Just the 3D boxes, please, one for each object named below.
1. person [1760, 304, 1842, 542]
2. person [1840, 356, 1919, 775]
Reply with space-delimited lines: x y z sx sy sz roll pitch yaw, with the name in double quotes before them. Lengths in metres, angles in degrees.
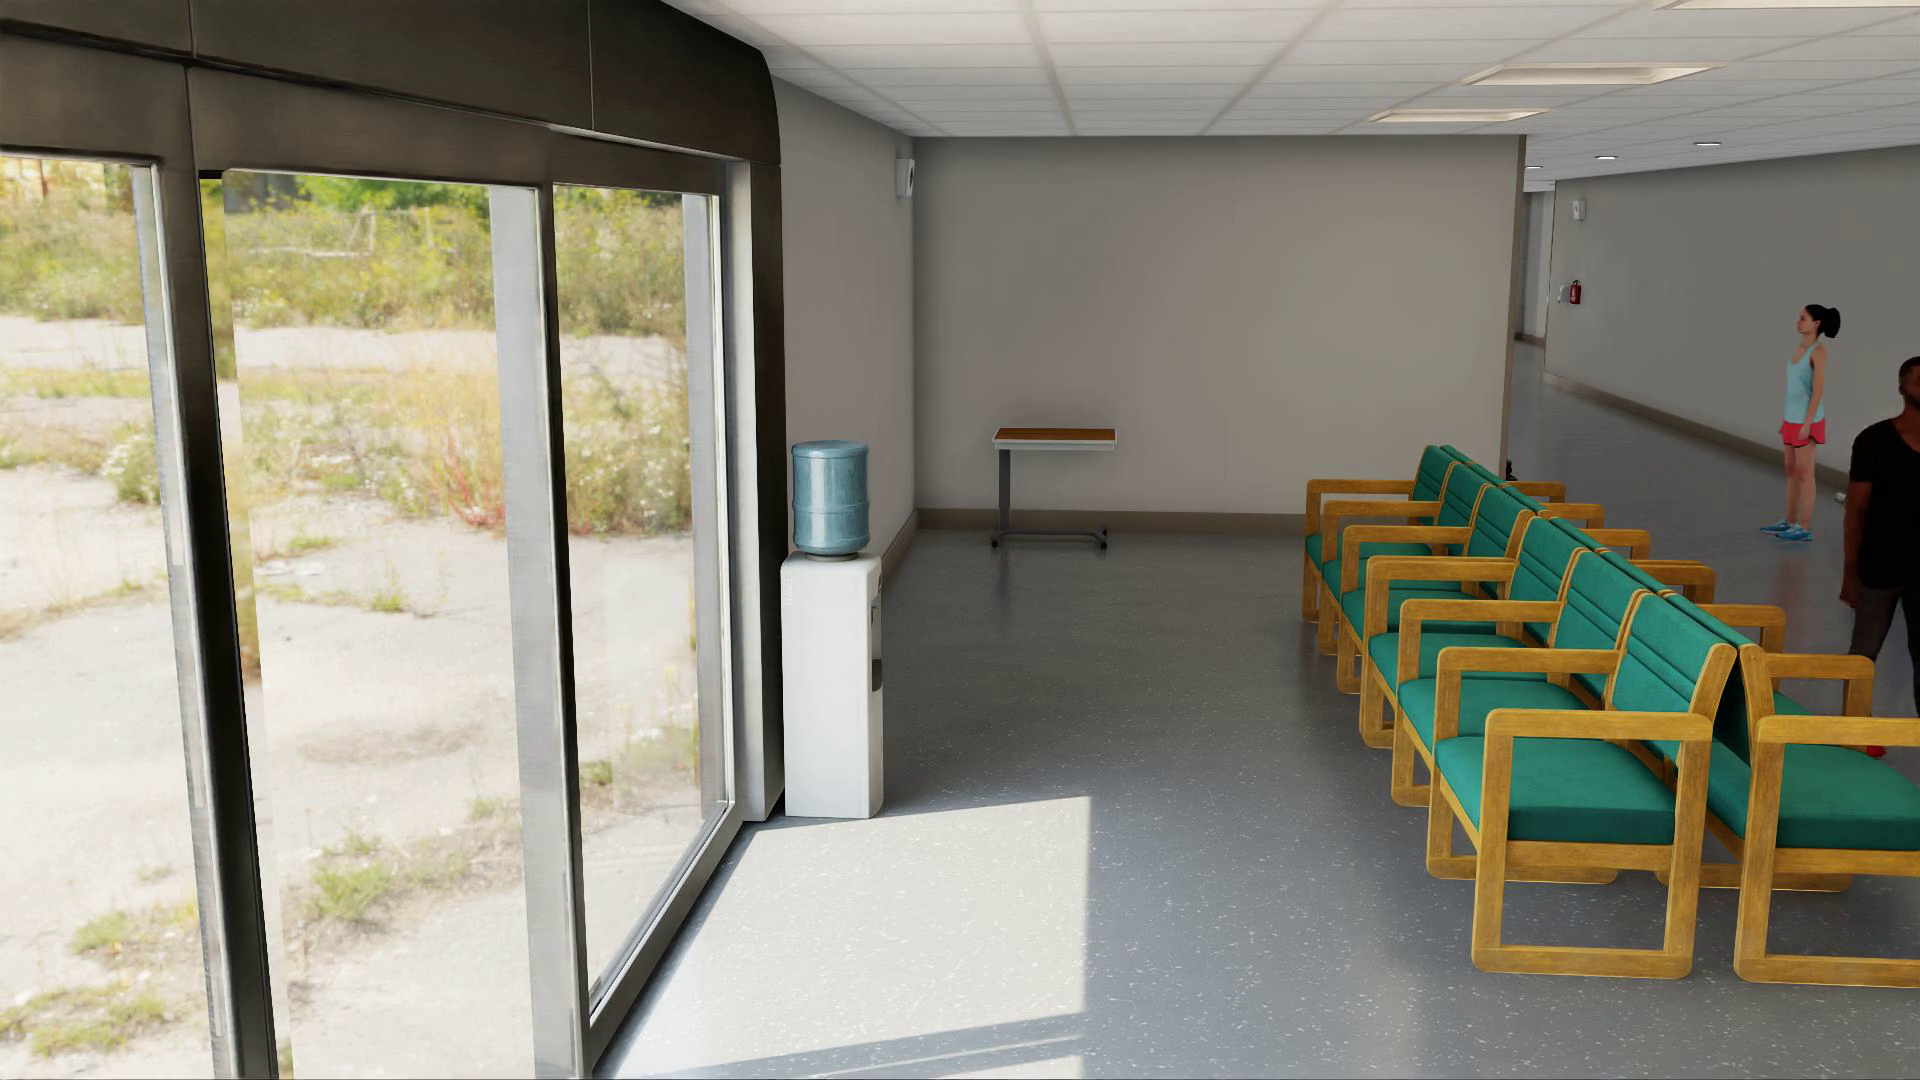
"person" 6.320 -0.884 12.484 0.566 1.764 0.579 1 11 6
"person" 4.043 0.111 7.223 1.065 1.772 0.783 2 11 9
